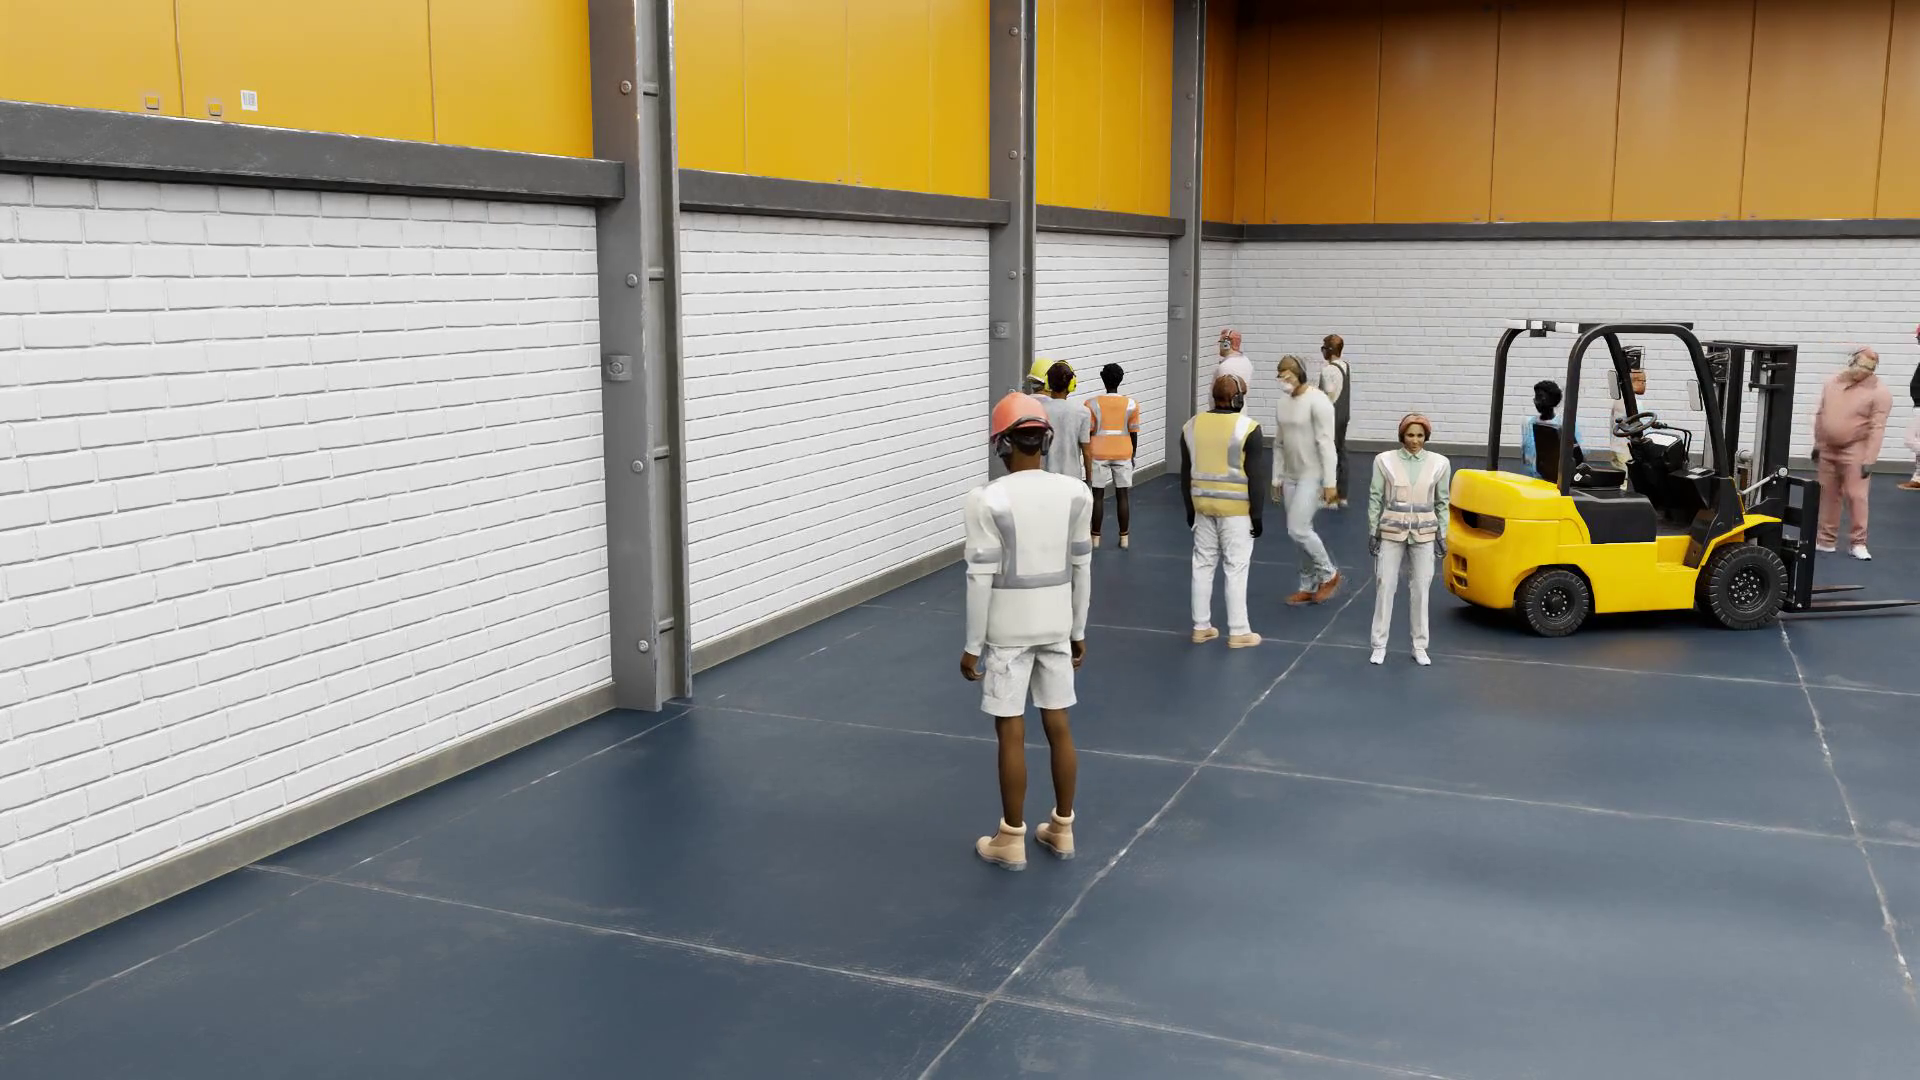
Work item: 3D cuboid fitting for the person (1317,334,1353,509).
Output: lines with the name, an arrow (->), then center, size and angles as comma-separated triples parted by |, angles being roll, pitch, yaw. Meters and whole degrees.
person -> 3.946, -1.242, 17.587 | 0.360, 1.848, 0.519 | 8, 12, 41

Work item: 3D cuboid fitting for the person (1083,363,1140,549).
person -> 1.368, -0.756, 15.089 | 0.530, 1.689, 0.321 | -1, 9, -7

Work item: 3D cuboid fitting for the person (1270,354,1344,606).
person -> 2.566, -0.438, 12.500 | 0.442, 1.905, 0.661 | -4, 10, -20

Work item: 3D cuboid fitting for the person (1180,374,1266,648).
person -> 1.792, -0.197, 11.239 | 0.625, 1.843, 0.430 | 8, 12, 41

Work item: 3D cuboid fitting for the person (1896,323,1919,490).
person -> 10.997, -1.539, 18.942 | 0.467, 1.976, 0.624 | 5, 11, 30

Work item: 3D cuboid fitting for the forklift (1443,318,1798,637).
forklift -> 4.706, -0.497, 11.990 | 2.313, 2.155, 1.214 | -2, 10, -10

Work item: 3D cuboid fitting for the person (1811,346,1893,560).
person -> 7.764, -0.770, 14.672 | 0.396, 1.866, 0.770 | -4, 10, -23

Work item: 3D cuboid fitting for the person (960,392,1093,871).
person -> 0.265, 0.388, 7.120 | 0.610, 2.030, 0.408 | -5, 11, -27

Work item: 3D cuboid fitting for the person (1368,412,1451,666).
person -> 2.880, -0.007, 10.697 | 0.514, 1.640, 0.310 | 1, 9, 8

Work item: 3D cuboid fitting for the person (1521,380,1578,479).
person -> 4.783, -0.479, 13.534 | 0.907, 1.649, 0.544 | -6, 11, -34

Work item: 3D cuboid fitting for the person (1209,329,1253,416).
person -> 2.803, -1.248, 17.410 | 0.409, 1.909, 0.641 | 5, 11, 30

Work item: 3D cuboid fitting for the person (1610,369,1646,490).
person -> 6.193, -0.789, 15.455 | 0.267, 1.631, 0.507 | 0, 9, -2

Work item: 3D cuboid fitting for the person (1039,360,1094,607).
person -> 0.742, -0.396, 12.357 | 0.512, 1.873, 0.329 | 2, 10, 10

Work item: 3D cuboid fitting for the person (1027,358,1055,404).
person -> 0.672, -0.542, 13.355 | 0.404, 1.831, 0.600 | -9, 13, -43
